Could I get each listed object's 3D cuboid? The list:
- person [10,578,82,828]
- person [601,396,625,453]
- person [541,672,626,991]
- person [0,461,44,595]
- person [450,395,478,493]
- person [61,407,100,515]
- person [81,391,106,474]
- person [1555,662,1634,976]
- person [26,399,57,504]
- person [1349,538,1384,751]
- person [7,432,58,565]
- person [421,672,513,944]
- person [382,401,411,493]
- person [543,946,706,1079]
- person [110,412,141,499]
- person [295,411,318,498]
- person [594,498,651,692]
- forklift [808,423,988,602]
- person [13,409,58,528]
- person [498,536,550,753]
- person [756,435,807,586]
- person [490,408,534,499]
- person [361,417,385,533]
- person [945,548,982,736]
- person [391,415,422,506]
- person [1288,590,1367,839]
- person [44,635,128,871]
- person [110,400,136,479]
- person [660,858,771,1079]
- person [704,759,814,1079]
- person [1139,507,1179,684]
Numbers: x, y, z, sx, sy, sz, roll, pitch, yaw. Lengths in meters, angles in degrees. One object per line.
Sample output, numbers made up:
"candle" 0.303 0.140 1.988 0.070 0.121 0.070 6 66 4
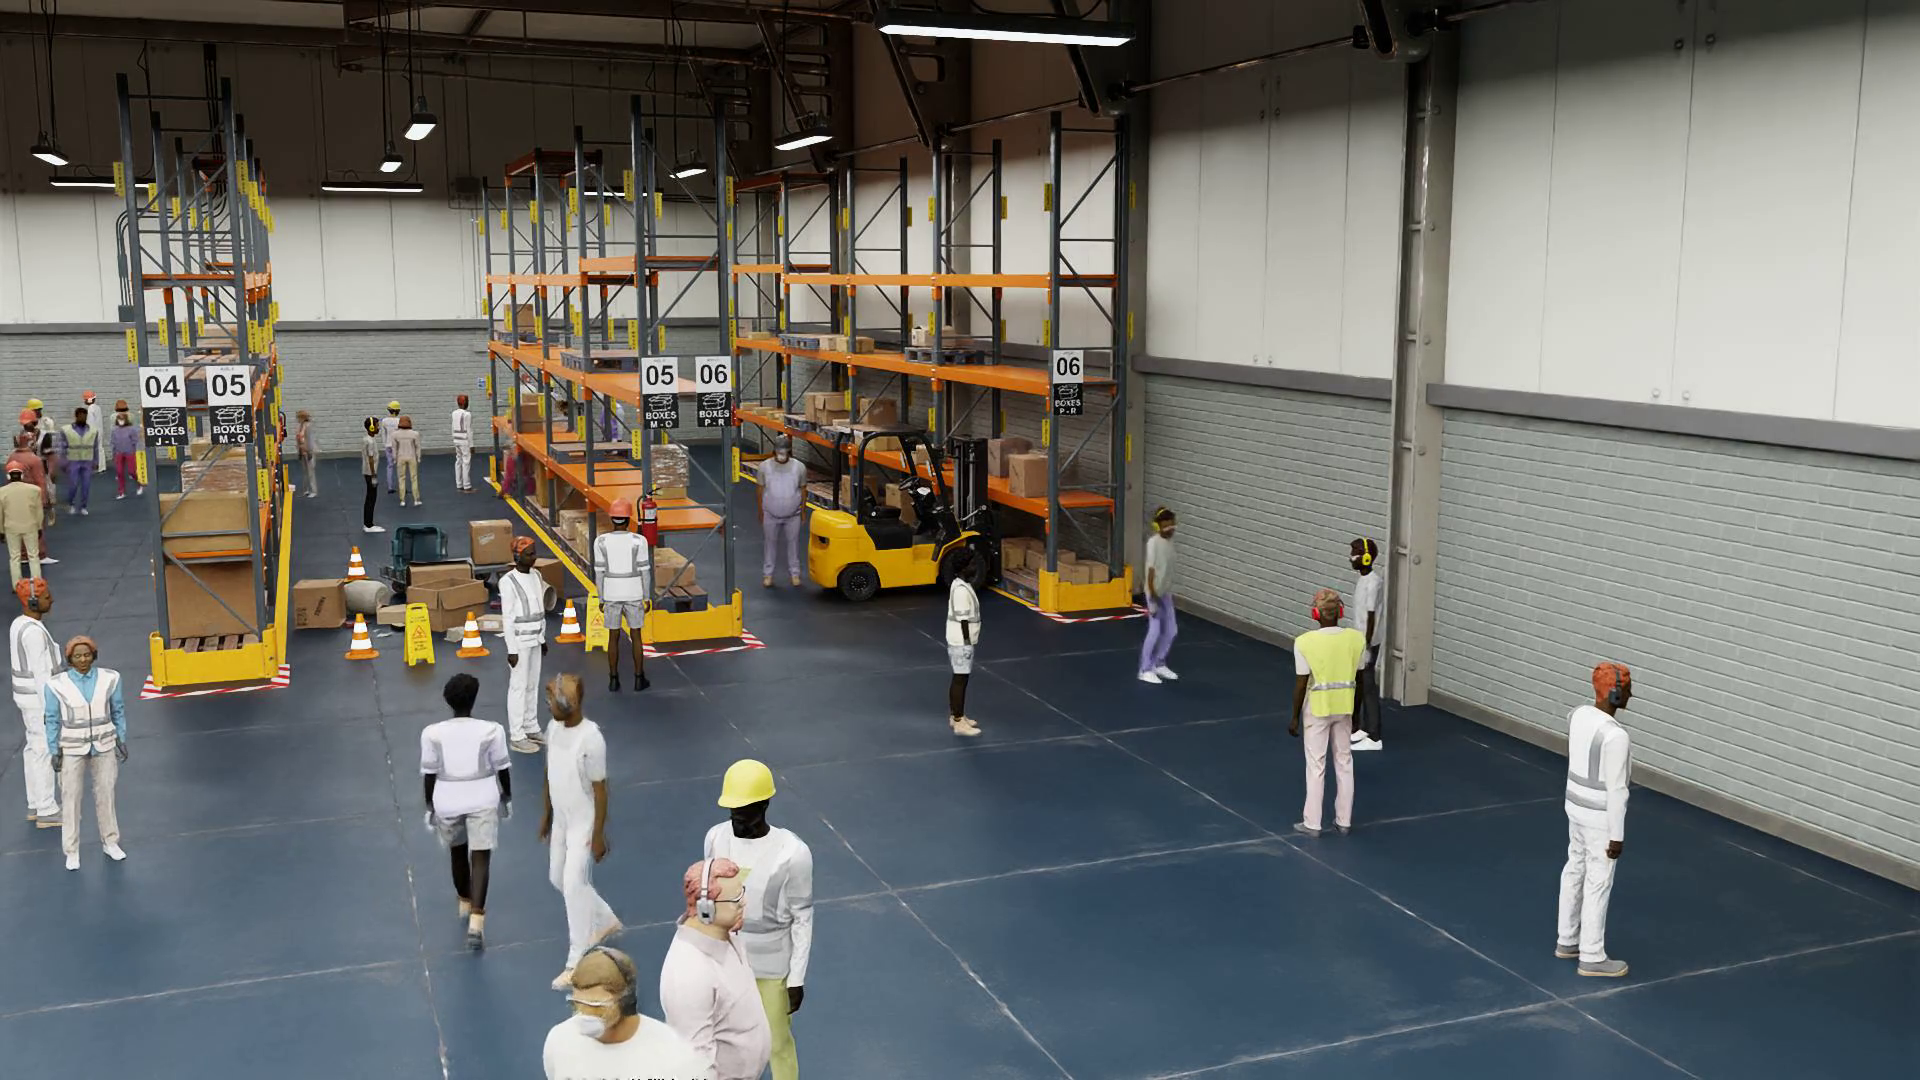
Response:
"person" -6.909 1.213 12.501 0.343 1.882 0.585 -7 12 -39
"person" -6.965 -2.068 33.329 0.429 1.837 0.627 -8 12 -42
"person" -2.242 1.672 9.813 0.584 1.815 0.586 -9 13 -44
"person" -12.213 -0.159 21.621 0.555 1.735 0.380 -5 10 -30
"person" -9.457 -1.830 31.683 0.575 1.880 0.358 7 12 39
"person" -15.151 -1.357 28.676 0.604 1.880 0.492 -7 12 -38
"person" -18.072 -2.235 34.659 0.348 1.743 0.566 -2 9 -10
"person" 3.774 1.641 9.844 0.354 1.880 0.570 -1 9 -8
"person" -16.631 -1.597 30.075 0.585 1.921 0.383 3 10 18
"person" 3.541 0.905 14.537 0.326 1.861 0.504 1 9 4
"person" -13.269 -0.591 23.796 0.652 1.904 0.402 4 10 24
"person" -3.082 1.660 10.390 0.538 1.666 0.835 -1 9 -8
"person" -10.701 -1.754 31.551 0.533 1.768 0.310 3 10 18
"person" -1.135 2.283 5.645 0.642 1.929 0.383 4 10 24
"person" -15.548 -1.591 30.995 0.511 1.630 0.454 -1 9 -4
"person" -12.195 -1.606 31.093 0.331 1.618 0.605 -7 11 -38
"person" -3.343 0.546 16.537 0.545 1.938 0.357 -1 9 -4
"forklift" -0.830 -0.399 21.676 2.313 2.155 1.214 -4 10 -21
"person" -14.825 -1.104 26.649 0.623 2.019 0.551 0 9 3
"person" -3.780 0.897 14.492 0.345 1.882 0.584 2 9 13
"person" -2.363 -0.395 22.134 0.682 2.000 0.538 -1 9 -9
"person" -8.224 -1.573 30.579 0.890 1.702 0.570 -7 11 -36
"person" -9.481 -1.049 26.812 0.332 1.864 0.507 -4 10 -26
"person" 0.029 0.909 15.014 0.325 1.697 0.561 -1 9 -6
"person" -9.928 -1.420 29.864 0.497 1.633 0.285 -2 9 -11
"person" 2.697 1.284 12.204 0.563 1.837 0.389 -2 9 -14
"person" -6.107 1.469 11.654 0.515 1.641 0.315 -8 12 -41
"person" -16.980 -2.037 33.780 0.288 1.623 0.508 8 12 40
"person" -0.937 2.159 6.481 0.409 1.909 0.641 0 9 -3
"person" -0.958 1.950 7.725 0.587 1.928 0.362 4 10 24
"person" 2.004 0.560 16.773 0.516 1.829 0.540 8 12 42
